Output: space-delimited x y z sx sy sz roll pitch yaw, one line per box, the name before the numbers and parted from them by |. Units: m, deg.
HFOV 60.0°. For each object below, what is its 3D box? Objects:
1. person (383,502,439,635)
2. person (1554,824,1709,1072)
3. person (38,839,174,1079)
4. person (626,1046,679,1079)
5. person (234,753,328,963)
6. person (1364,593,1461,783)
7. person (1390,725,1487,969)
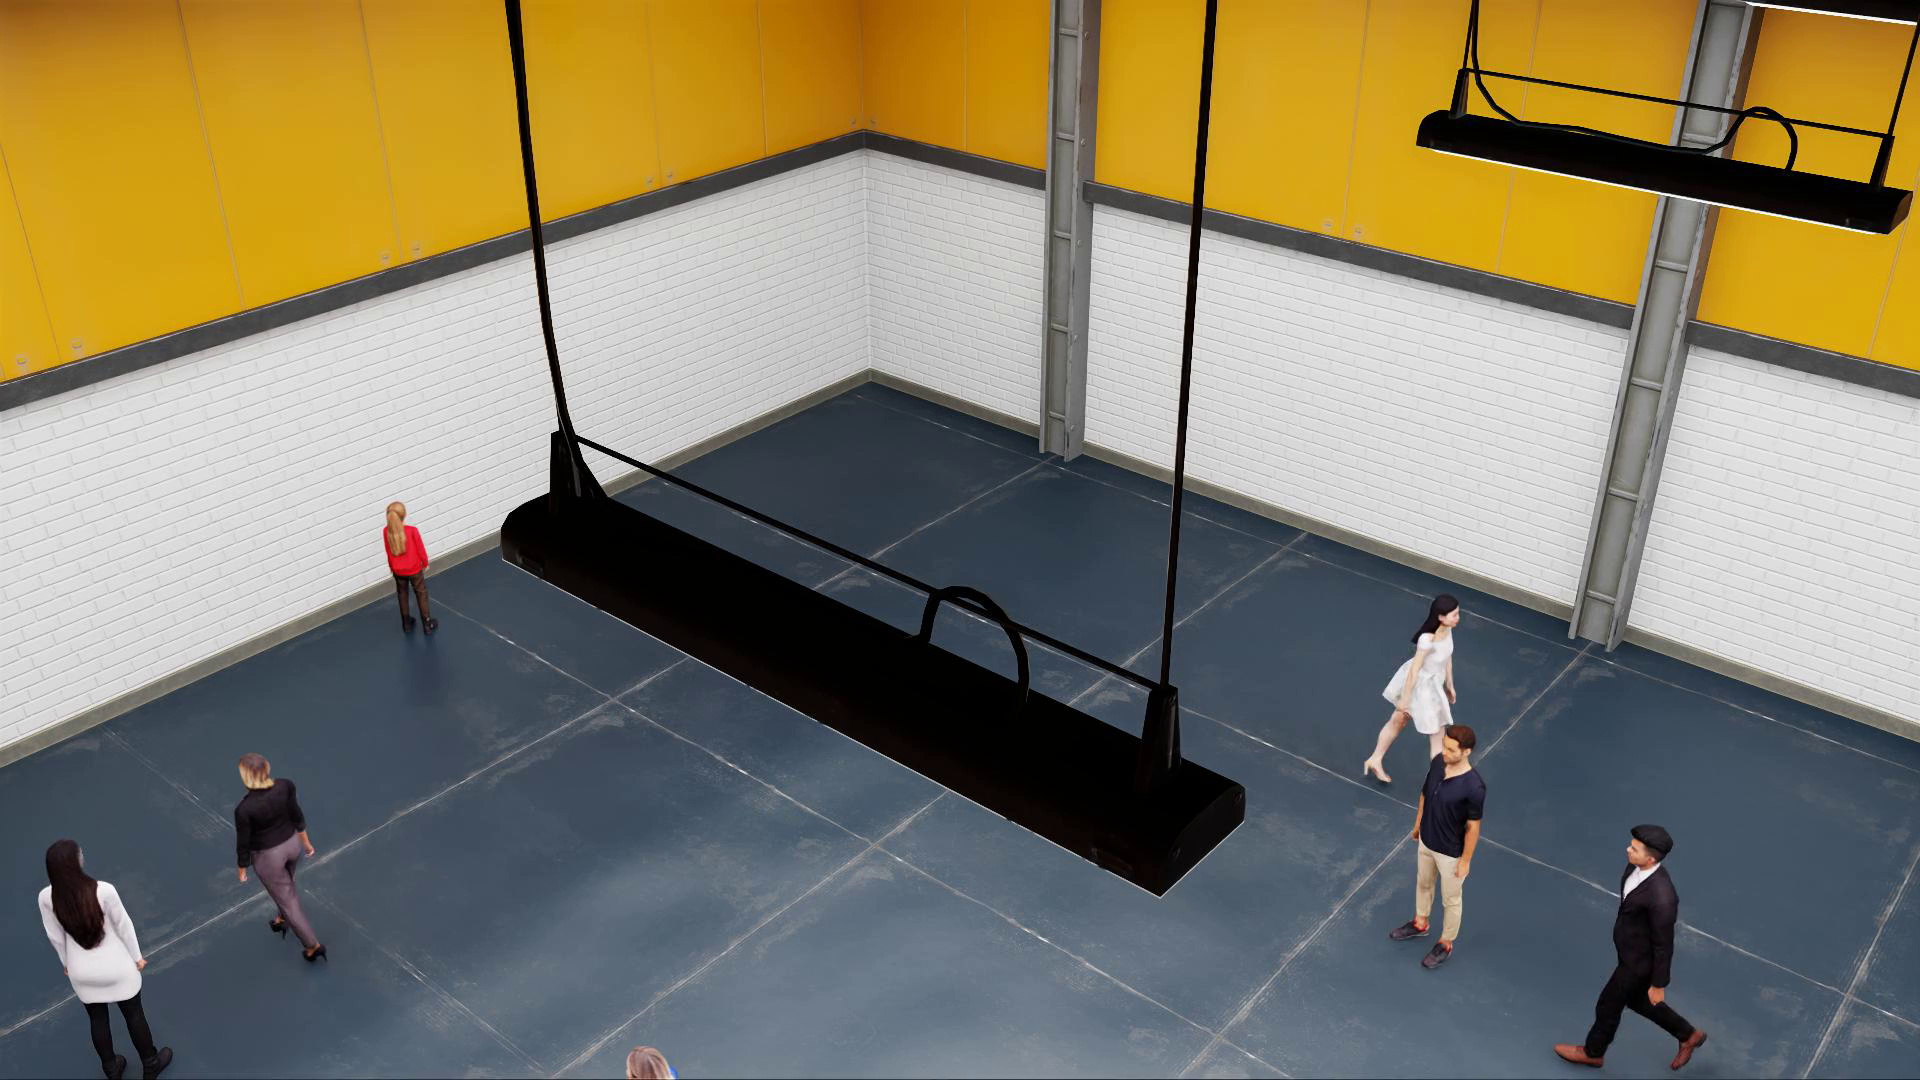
person | -4.908 0.244 14.763 0.574 1.281 0.647 1 29 3
person | 4.203 2.509 10.023 1.265 1.843 1.094 4 29 7
person | -5.172 2.553 9.981 0.679 1.807 0.722 -4 29 -8
person | -1.579 3.304 8.716 0.663 1.700 0.689 9 30 16
person | -4.403 2.132 10.915 0.896 1.651 0.729 14 31 23
person | 3.418 1.161 12.612 1.076 1.730 0.677 18 33 30
person | 3.201 1.989 10.965 0.777 1.854 0.610 -14 32 -24
